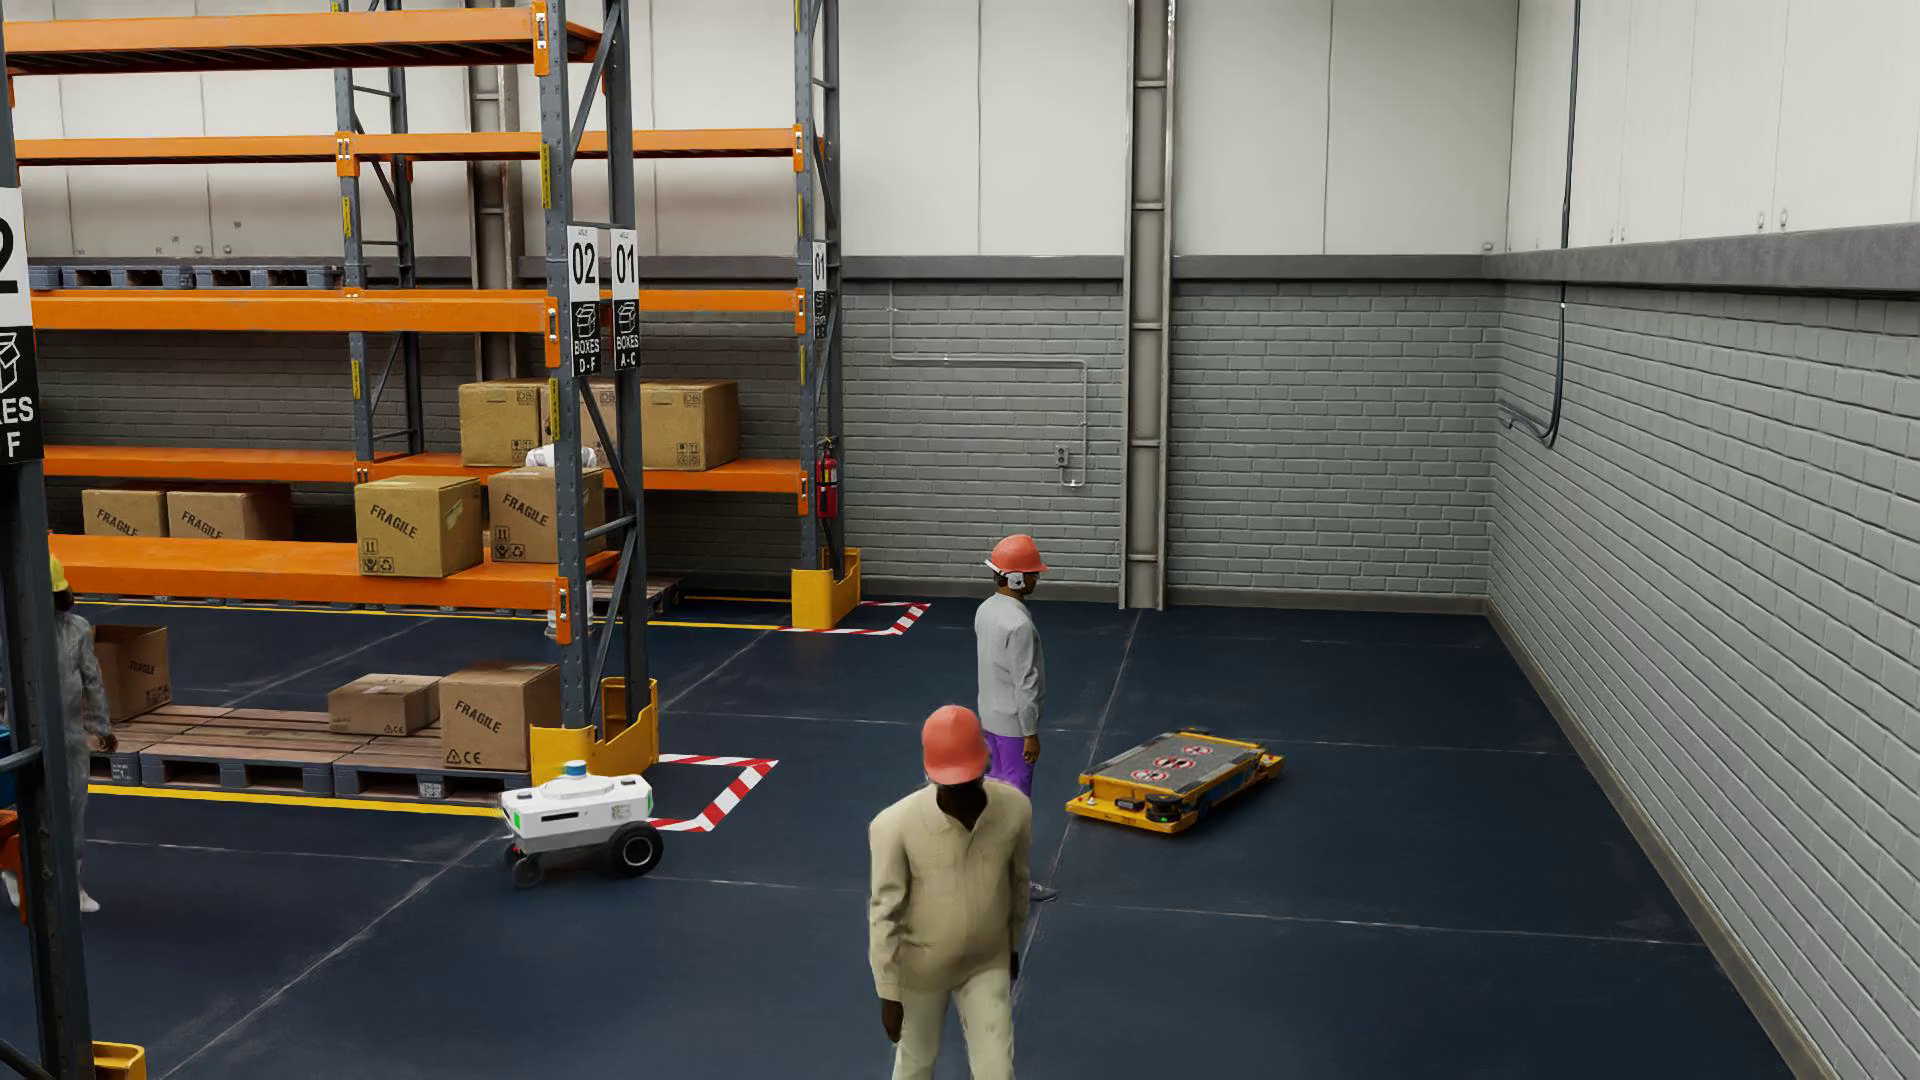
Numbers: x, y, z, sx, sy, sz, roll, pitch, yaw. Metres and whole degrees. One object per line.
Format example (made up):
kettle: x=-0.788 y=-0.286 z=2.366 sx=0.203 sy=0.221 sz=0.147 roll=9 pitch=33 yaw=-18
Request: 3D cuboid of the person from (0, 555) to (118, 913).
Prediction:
person: x=-4.184 y=0.903 z=7.652 sx=0.385 sy=1.726 sz=0.502 roll=4 pitch=10 yaw=25

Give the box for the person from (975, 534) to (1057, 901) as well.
person: x=0.261 y=0.841 z=7.953 sx=0.325 sy=1.752 sz=0.559 roll=-3 pitch=10 yaw=-19

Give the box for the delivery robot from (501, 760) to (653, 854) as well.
delivery robot: x=-1.905 y=1.340 z=8.275 sx=0.707 sy=0.478 sz=0.477 roll=-4 pitch=10 yaw=-25

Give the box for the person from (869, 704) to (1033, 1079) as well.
person: x=-0.010 y=1.315 z=5.167 sx=0.587 sy=1.701 sz=0.880 roll=-4 pitch=10 yaw=-21

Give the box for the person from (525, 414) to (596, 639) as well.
person: x=-3.236 y=-0.129 z=13.578 sx=0.576 sy=1.880 sz=0.352 roll=-3 pitch=10 yaw=-20

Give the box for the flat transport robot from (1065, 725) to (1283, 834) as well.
flat transport robot: x=1.246 y=1.338 z=9.457 sx=0.652 sy=0.197 sz=1.431 roll=6 pitch=11 yaw=34
